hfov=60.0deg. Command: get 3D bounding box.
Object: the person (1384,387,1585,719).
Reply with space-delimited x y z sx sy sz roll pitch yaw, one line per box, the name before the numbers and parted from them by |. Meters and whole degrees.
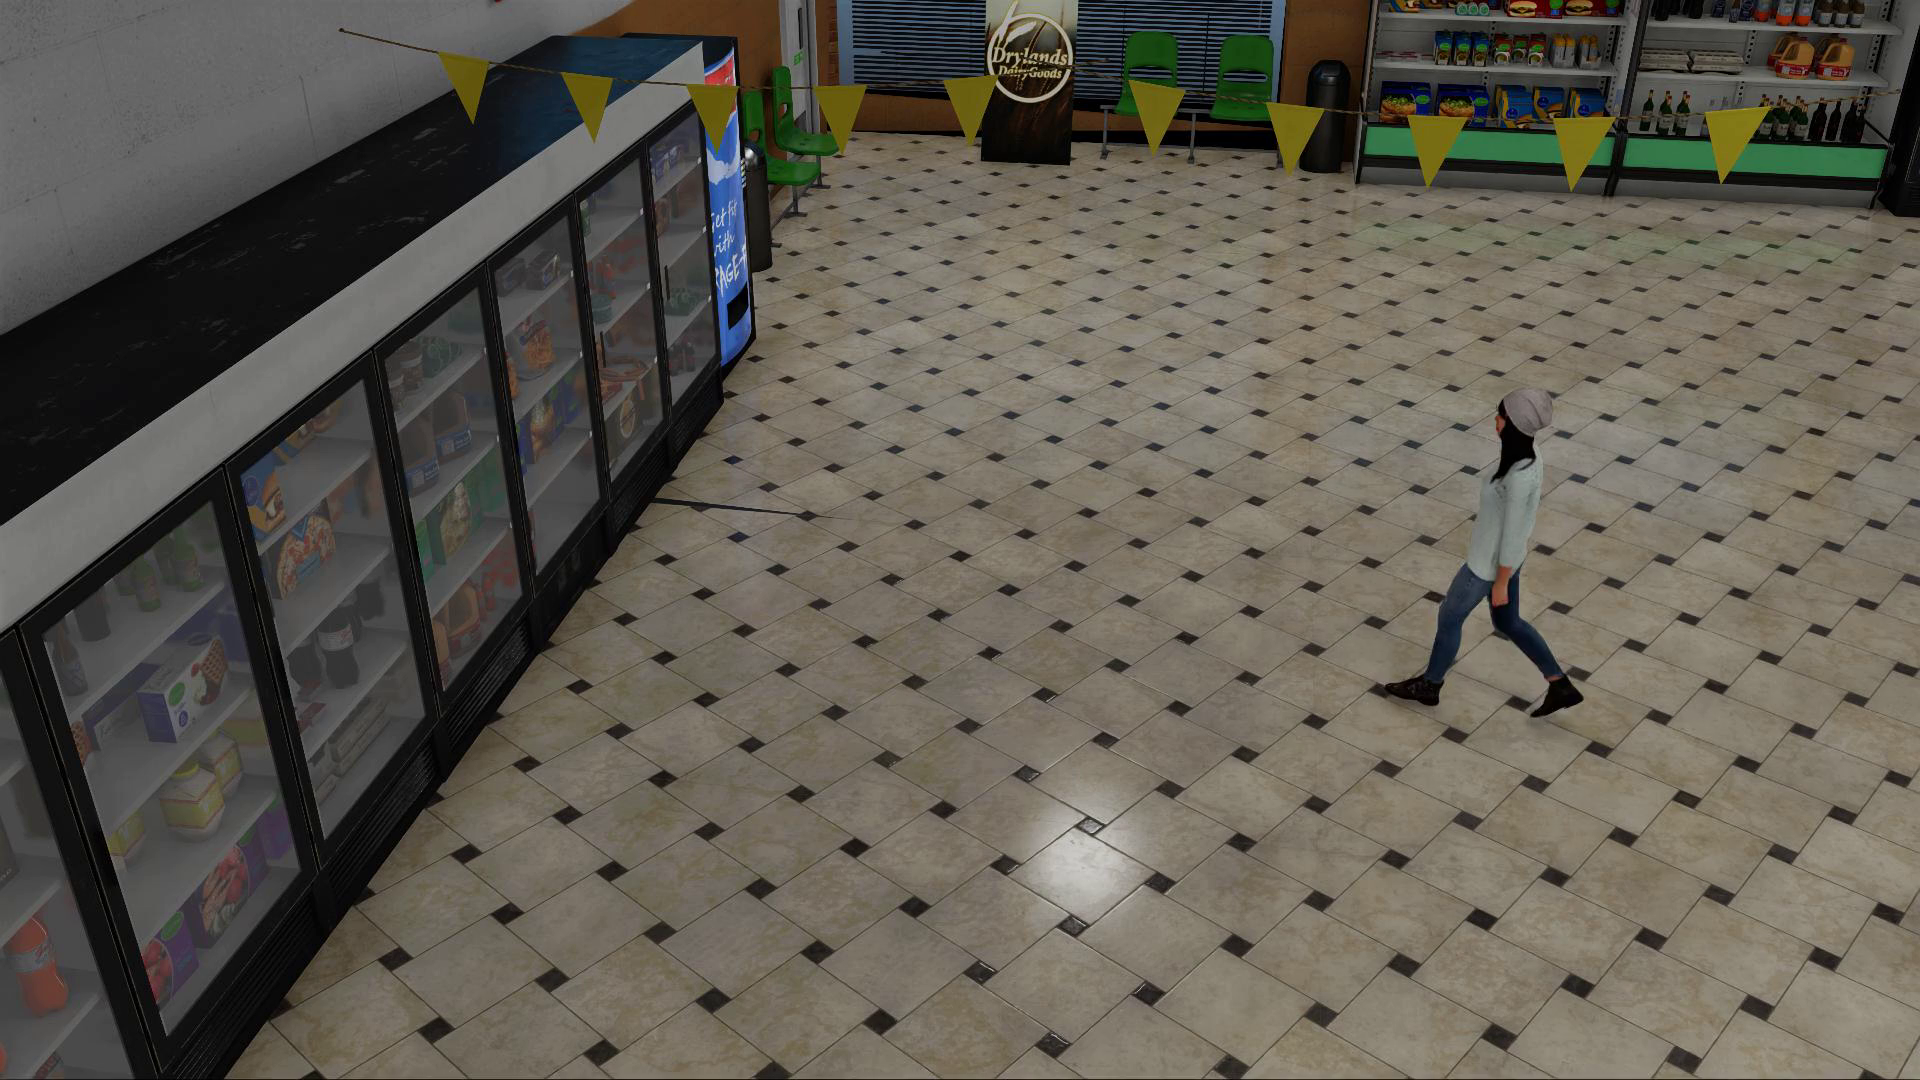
person | 2.431 0.109 7.285 1.136 1.615 0.745 12 31 20
